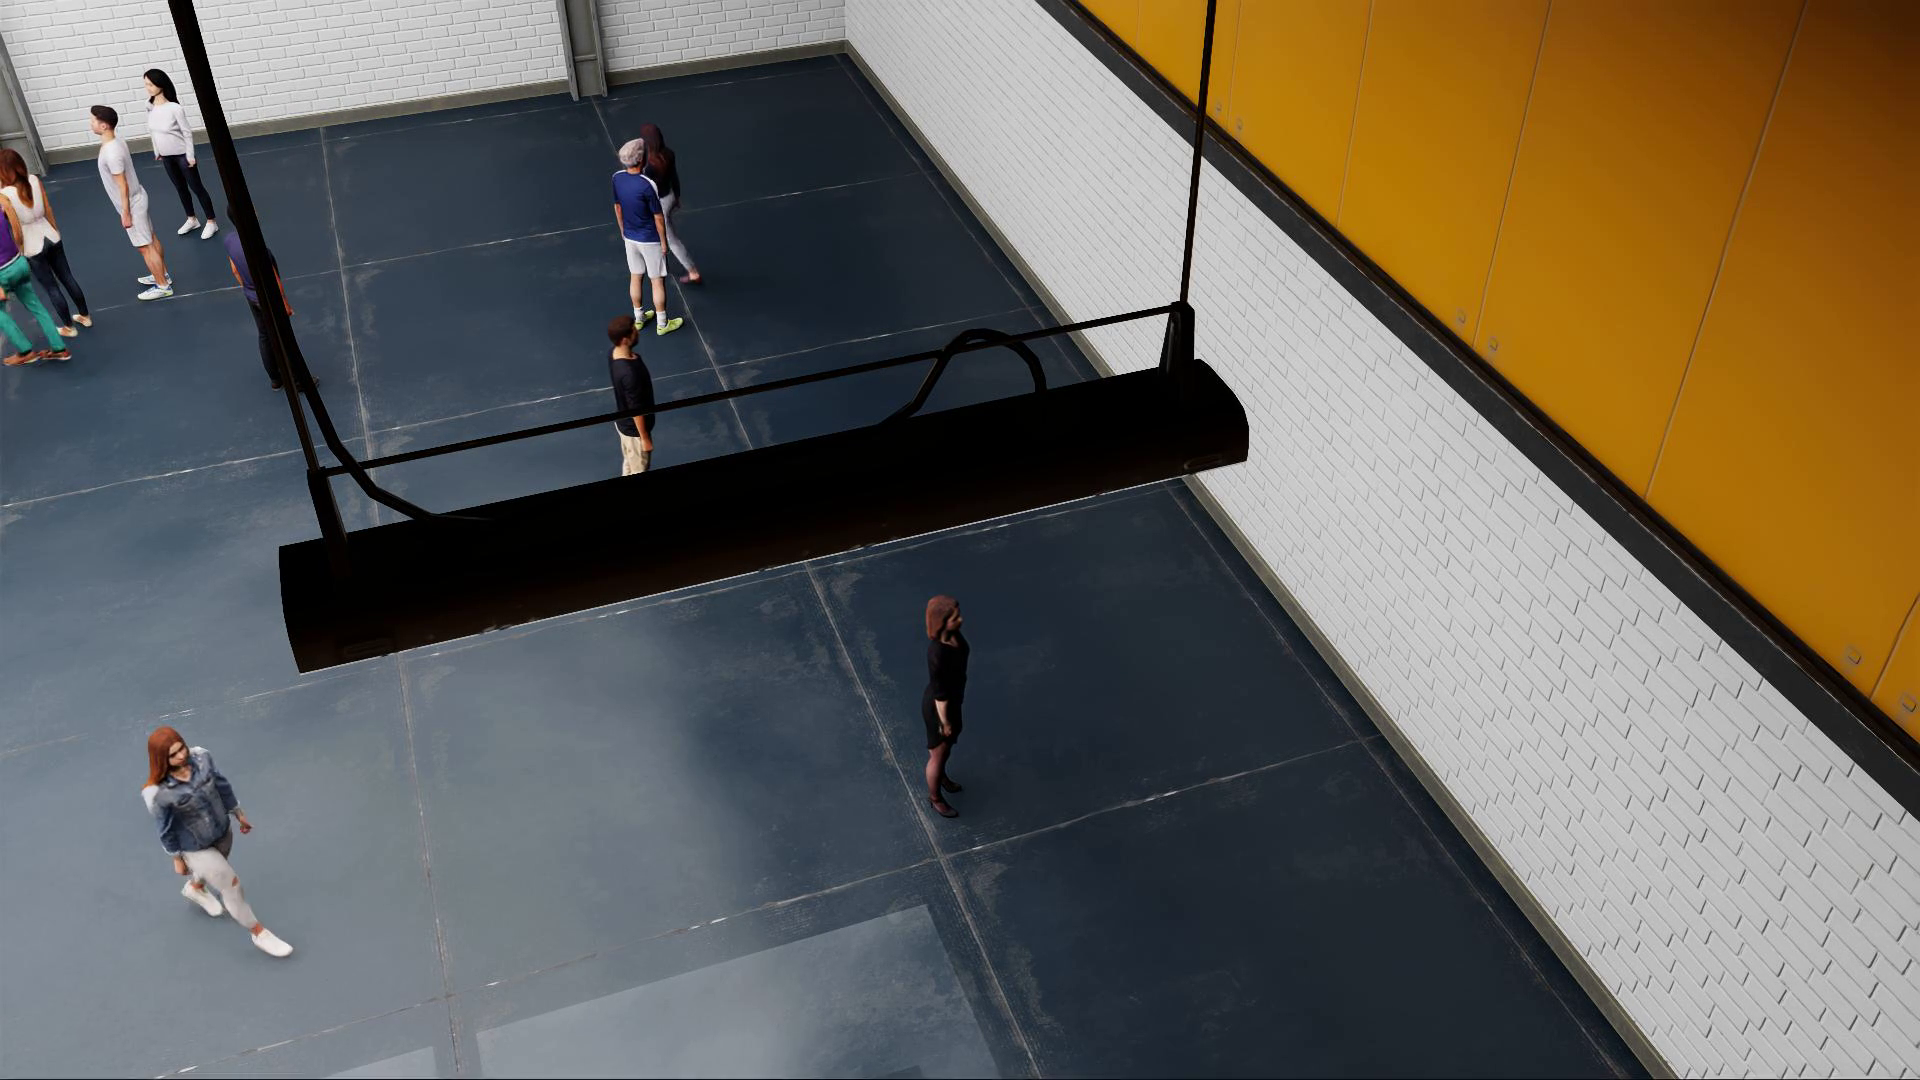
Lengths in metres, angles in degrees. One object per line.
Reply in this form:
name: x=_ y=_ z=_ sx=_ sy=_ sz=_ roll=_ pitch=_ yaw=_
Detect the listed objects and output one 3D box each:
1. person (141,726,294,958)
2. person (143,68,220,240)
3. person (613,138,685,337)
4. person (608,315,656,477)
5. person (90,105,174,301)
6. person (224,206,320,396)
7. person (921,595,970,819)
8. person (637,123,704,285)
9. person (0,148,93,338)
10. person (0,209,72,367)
person: x=-4.345 y=1.663 z=9.433 sx=1.149 sy=1.672 sz=1.073 roll=15 pitch=41 yaw=18
person: x=-7.630 y=-3.777 z=16.222 sx=0.692 sy=1.701 sz=0.772 roll=12 pitch=40 yaw=14
person: x=-2.810 y=-2.691 z=14.754 sx=0.706 sy=1.836 sz=0.755 roll=18 pitch=42 yaw=21
person: x=-2.444 y=-0.856 z=12.443 sx=0.555 sy=1.852 sz=0.637 roll=-15 pitch=41 yaw=-18
person: x=-7.606 y=-3.109 z=15.262 sx=0.546 sy=1.855 sz=0.667 roll=-13 pitch=40 yaw=-15
person: x=-5.847 y=-2.033 z=13.964 sx=0.708 sy=1.793 sz=0.753 roll=19 pitch=42 yaw=22
person: x=-0.105 y=1.009 z=10.225 sx=0.651 sy=1.706 sz=0.656 roll=5 pitch=39 yaw=7
person: x=-2.724 y=-3.064 z=15.441 sx=1.133 sy=1.561 sz=1.017 roll=14 pitch=41 yaw=17
person: x=-8.122 y=-2.621 z=14.707 sx=0.732 sy=1.785 sz=0.678 roll=15 pitch=41 yaw=18
person: x=-8.118 y=-2.276 z=14.317 sx=0.900 sy=1.733 sz=0.831 roll=5 pitch=39 yaw=7
